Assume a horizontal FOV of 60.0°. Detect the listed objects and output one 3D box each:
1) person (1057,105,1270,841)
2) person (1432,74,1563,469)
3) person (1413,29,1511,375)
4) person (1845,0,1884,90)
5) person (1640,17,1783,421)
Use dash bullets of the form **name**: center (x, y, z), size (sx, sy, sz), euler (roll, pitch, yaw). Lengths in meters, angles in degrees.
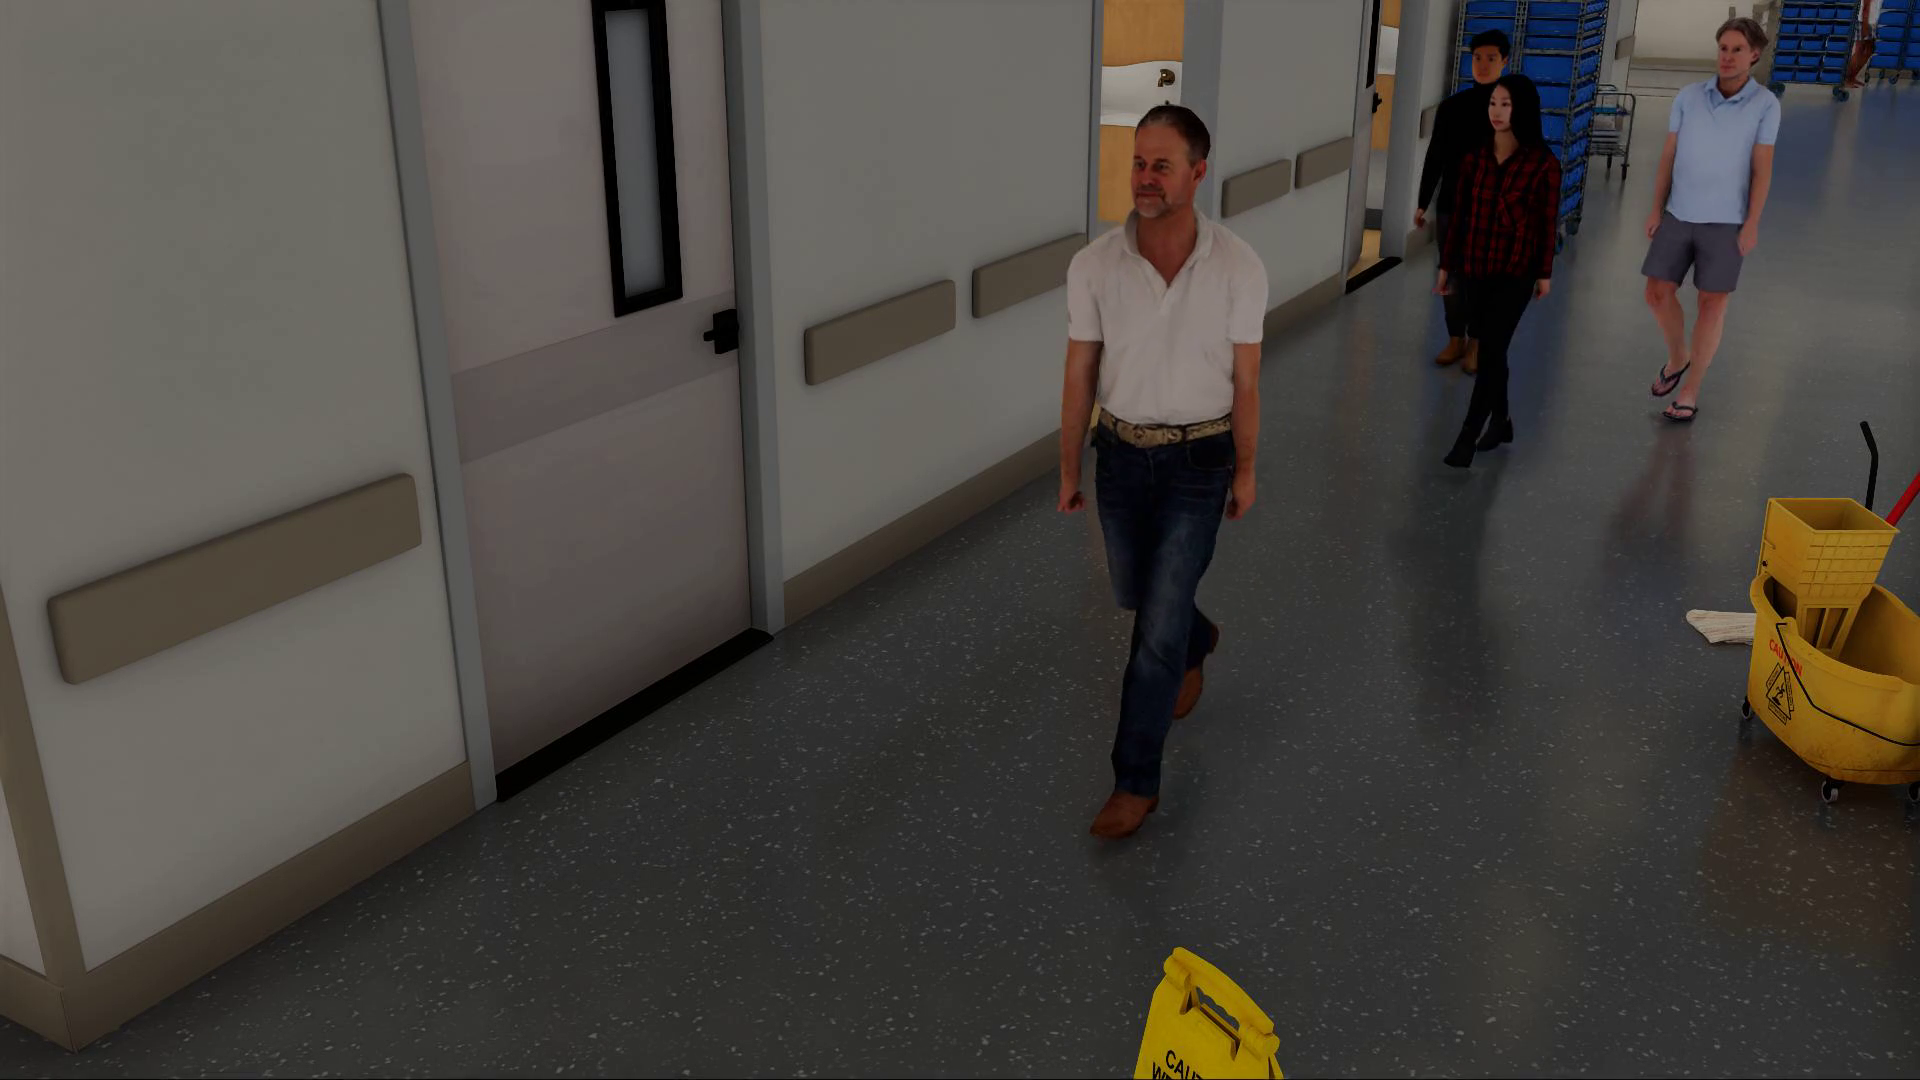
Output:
- **person**: center (0.576, -0.205, 4.381), size (0.689, 1.819, 1.190), euler (11, 23, 27)
- **person**: center (2.346, -1.139, 7.117), size (0.740, 1.628, 0.988), euler (19, 28, 40)
- **person**: center (2.683, -1.756, 8.627), size (0.700, 1.712, 0.675), euler (16, 26, 36)
- **person**: center (12.084, -6.905, 22.259), size (0.827, 1.686, 0.665), euler (14, 25, 32)
- **person**: center (3.523, -1.498, 7.786), size (0.724, 1.825, 0.767), euler (17, 26, 37)
